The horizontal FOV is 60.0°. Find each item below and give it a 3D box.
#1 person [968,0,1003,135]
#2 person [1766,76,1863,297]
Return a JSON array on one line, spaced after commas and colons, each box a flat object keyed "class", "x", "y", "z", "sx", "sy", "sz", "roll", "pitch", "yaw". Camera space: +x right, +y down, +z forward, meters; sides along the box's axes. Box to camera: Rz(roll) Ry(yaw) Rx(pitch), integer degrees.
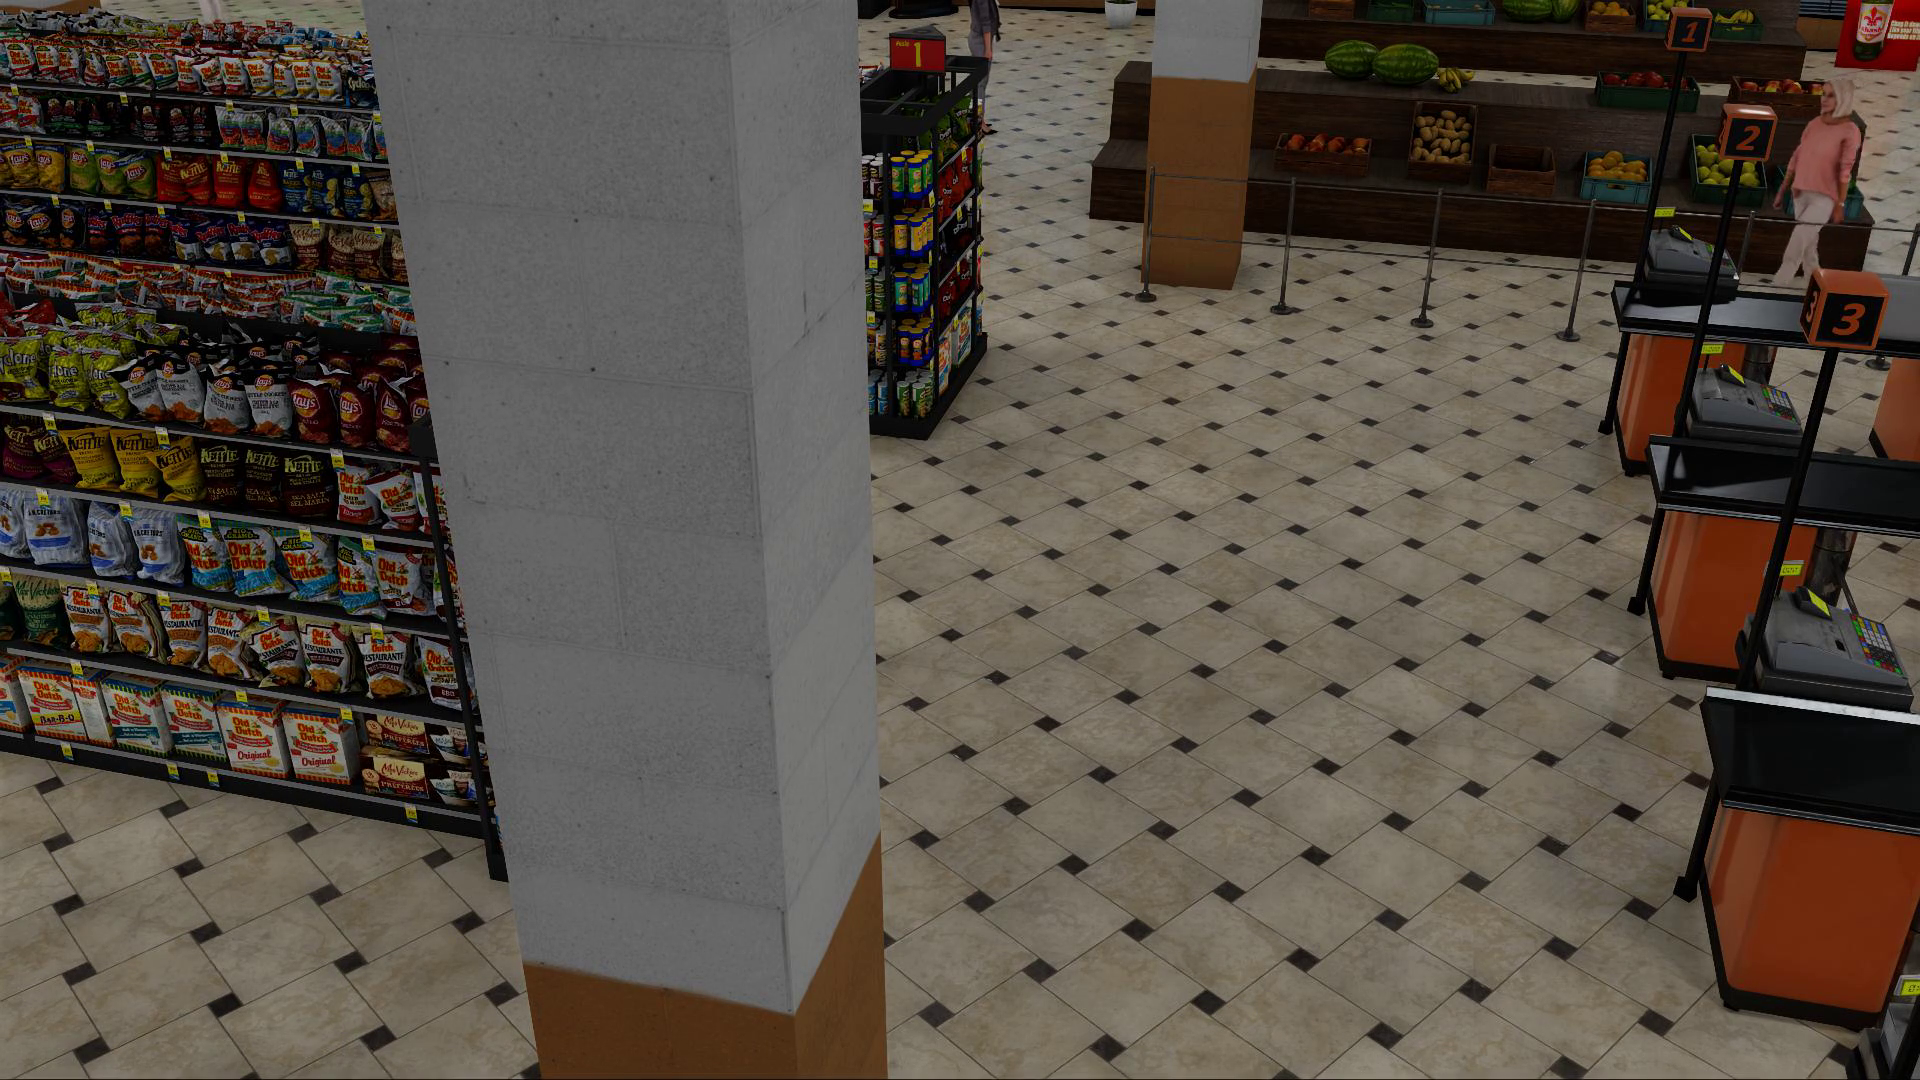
[{"class": "person", "x": 0.208, "y": -4.823, "z": 16.195, "sx": 0.723, "sy": 1.678, "sz": 0.714, "roll": -4, "pitch": 29, "yaw": -8}, {"class": "person", "x": 6.108, "y": -2.407, "z": 11.762, "sx": 1.140, "sy": 1.686, "sz": 0.970, "roll": -10, "pitch": 30, "yaw": -17}]
